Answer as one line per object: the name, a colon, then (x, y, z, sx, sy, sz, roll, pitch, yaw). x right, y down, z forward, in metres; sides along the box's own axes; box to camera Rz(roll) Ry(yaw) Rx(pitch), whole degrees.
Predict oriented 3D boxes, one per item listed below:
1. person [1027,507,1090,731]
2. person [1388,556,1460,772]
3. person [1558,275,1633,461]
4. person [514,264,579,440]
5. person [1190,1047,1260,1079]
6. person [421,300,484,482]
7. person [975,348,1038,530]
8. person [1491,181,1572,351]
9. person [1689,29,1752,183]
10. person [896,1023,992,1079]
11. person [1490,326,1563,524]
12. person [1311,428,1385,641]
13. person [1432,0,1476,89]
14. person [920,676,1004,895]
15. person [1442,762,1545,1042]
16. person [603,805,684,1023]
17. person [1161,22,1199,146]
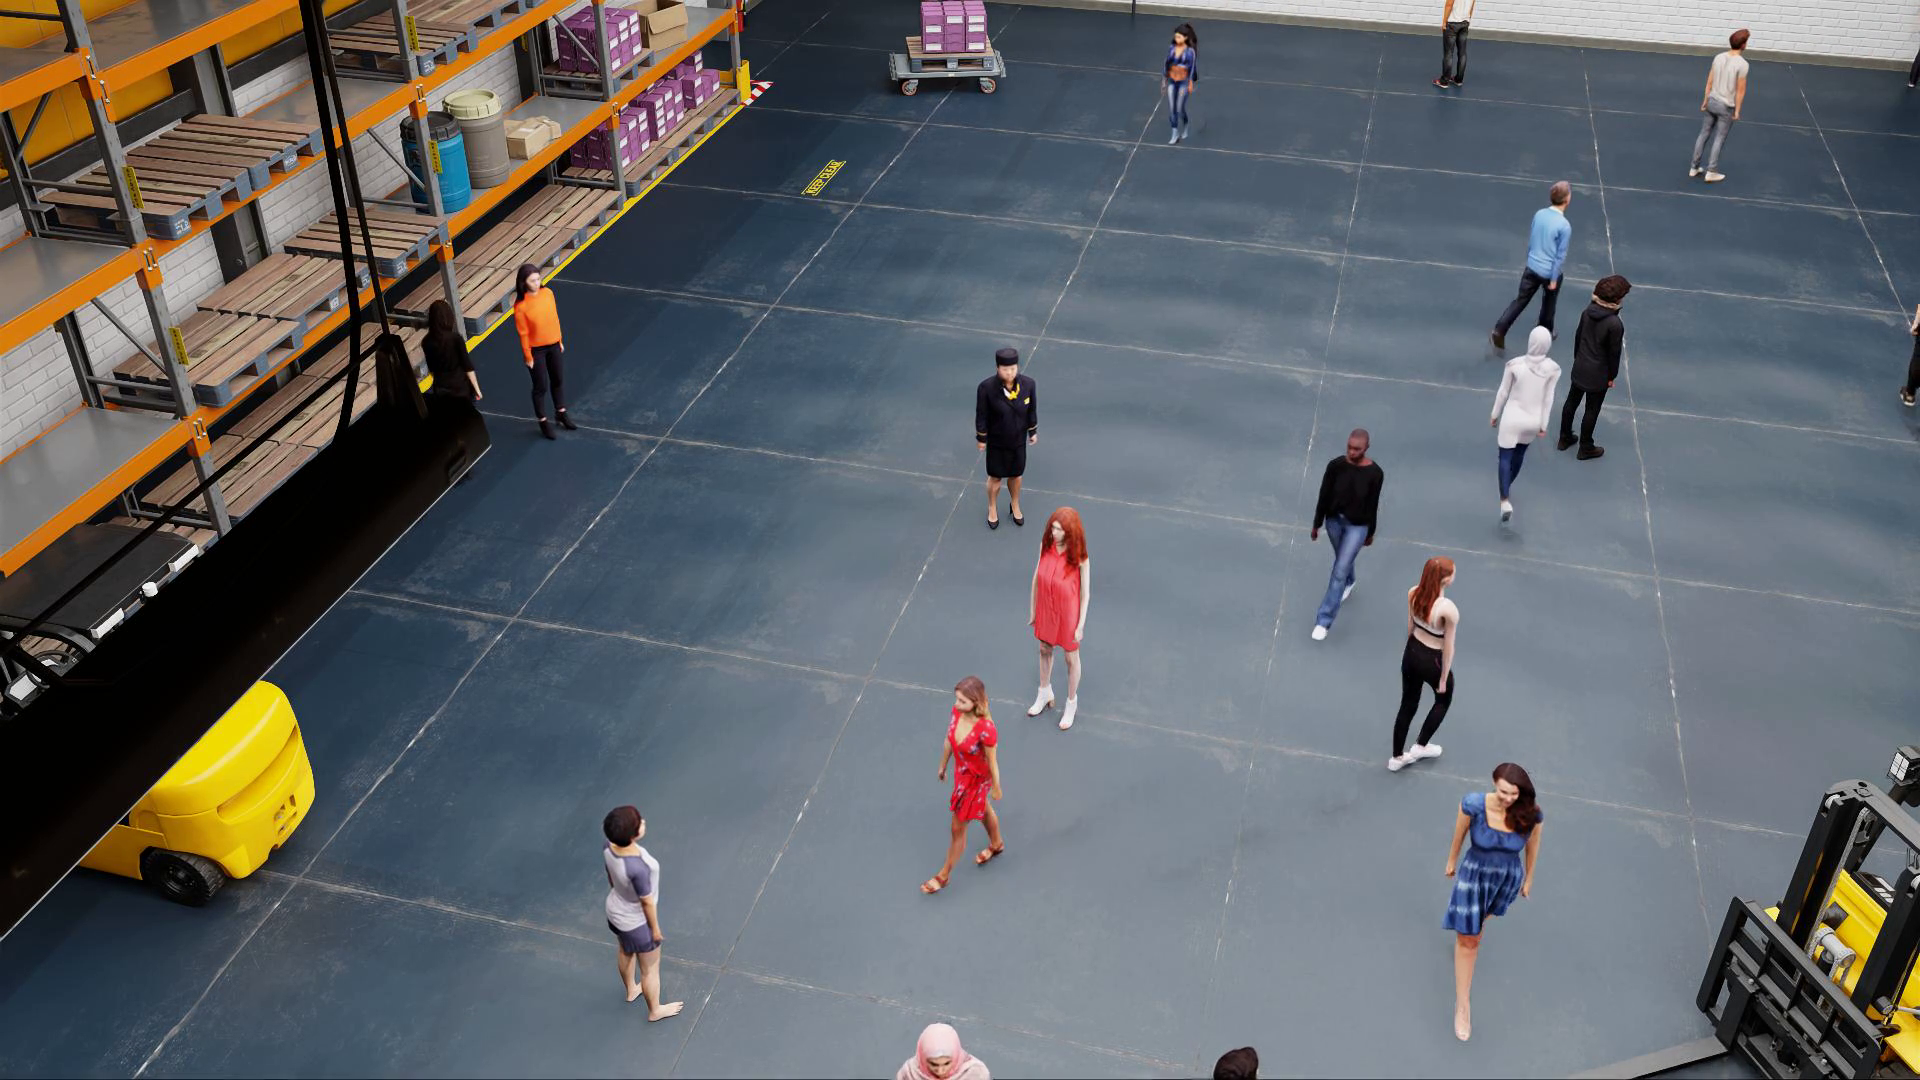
person: (0.716, 0.542, 11.901, 0.648, 1.828, 0.618, 21, 39, 29)
person: (3.138, 0.894, 11.461, 0.839, 1.730, 0.781, -21, 39, -28)
person: (5.763, -1.575, 15.131, 0.781, 1.778, 0.722, -18, 38, -25)
person: (-3.895, -1.774, 15.459, 0.747, 1.747, 0.604, 21, 39, 28)
person: (1.267, 3.105, 8.061, 0.765, 1.811, 0.754, 29, 43, 36)
person: (-4.553, -1.291, 14.874, 0.874, 1.590, 1.172, -1, 34, -1)
person: (0.403, -0.870, 14.168, 0.805, 1.671, 0.801, -7, 34, -11)
person: (5.854, -2.728, 16.863, 1.225, 1.782, 1.155, -19, 38, -26)
person: (9.554, -5.462, 20.873, 0.772, 1.895, 0.737, -21, 39, -28)
person: (-0.102, 2.978, 8.272, 0.786, 1.789, 0.848, -8, 34, -12)
person: (4.808, -0.969, 14.244, 0.665, 1.751, 1.089, 7, 34, 10)
person: (3.051, -0.141, 13.043, 0.828, 1.702, 1.232, 18, 37, 24)
person: (7.178, -7.455, 23.958, 0.706, 1.800, 0.734, -13, 36, -18)
person: (0.154, 1.502, 10.693, 1.015, 1.567, 0.927, -21, 39, -28)
person: (3.098, 1.983, 9.800, 0.717, 1.755, 1.155, 5, 34, 7)
person: (-1.897, 2.160, 9.705, 0.682, 1.564, 0.652, -26, 42, -34)
person: (2.925, -6.039, 21.998, 0.719, 1.611, 0.743, 21, 39, 29)
